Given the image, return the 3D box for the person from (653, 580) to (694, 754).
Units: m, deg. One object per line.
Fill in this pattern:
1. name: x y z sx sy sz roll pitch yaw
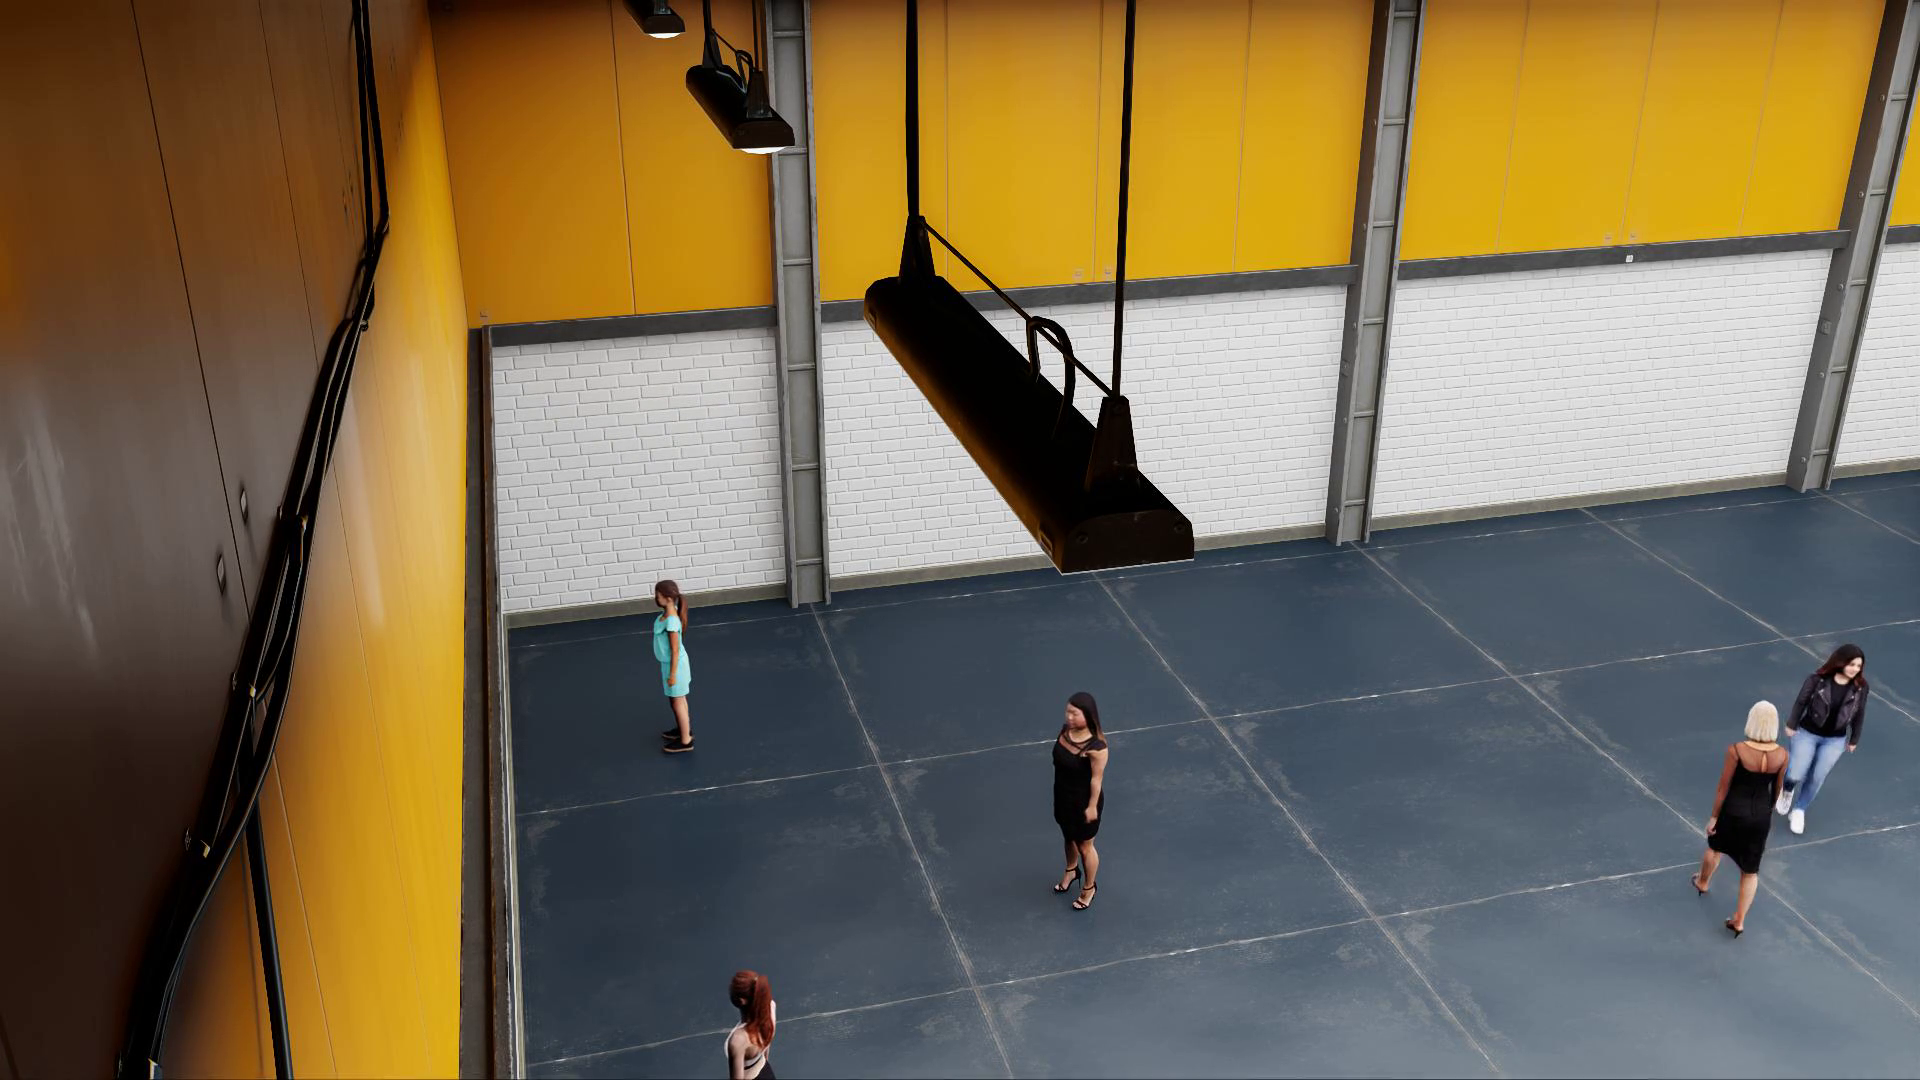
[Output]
1. person: -2.402 1.041 13.955 0.554 1.558 0.568 -3 24 -7

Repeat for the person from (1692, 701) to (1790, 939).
1. person: 5.478 1.994 11.584 0.980 1.711 0.943 3 24 8

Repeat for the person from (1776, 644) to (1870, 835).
1. person: 6.637 1.491 12.850 0.784 1.618 0.866 8 25 18

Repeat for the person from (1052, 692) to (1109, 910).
1. person: 0.854 1.850 11.902 0.661 1.720 0.706 -11 26 -24

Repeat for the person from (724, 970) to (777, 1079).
1. person: -1.119 3.061 9.107 0.706 1.740 0.673 9 25 20
